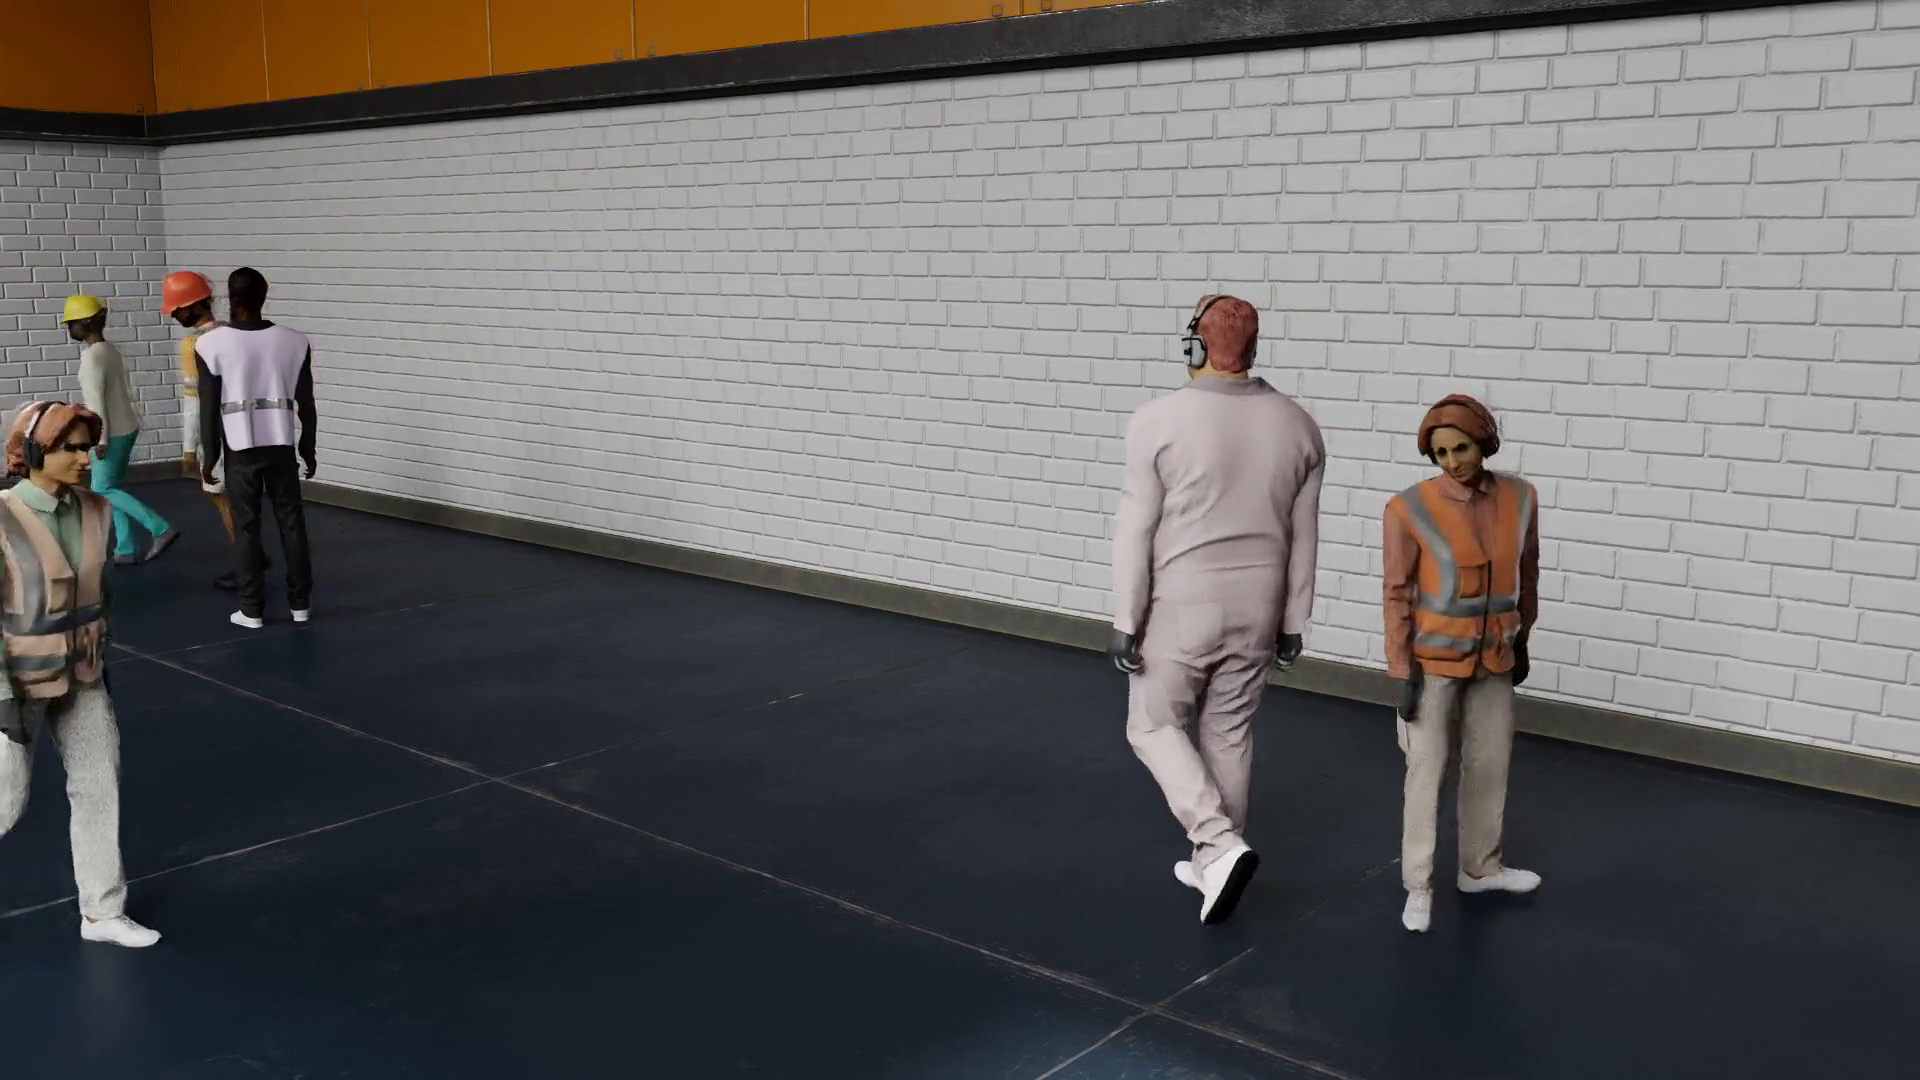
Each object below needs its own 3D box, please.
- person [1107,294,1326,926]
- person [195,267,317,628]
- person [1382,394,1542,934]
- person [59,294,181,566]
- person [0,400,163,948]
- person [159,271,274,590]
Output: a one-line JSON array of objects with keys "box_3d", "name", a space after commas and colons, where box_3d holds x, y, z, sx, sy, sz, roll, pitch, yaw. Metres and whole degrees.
[{"box_3d": [0.769, 0.221, 4.955, 0.661, 1.889, 0.570, -4, 11, -20], "name": "person"}, {"box_3d": [-3.747, -0.484, 8.914, 0.603, 1.913, 0.404, -7, 12, -37], "name": "person"}, {"box_3d": [1.512, 0.364, 4.933, 0.655, 1.610, 0.385, -4, 11, -20], "name": "person"}, {"box_3d": [-5.290, -0.671, 10.440, 0.531, 1.743, 0.545, -3, 10, -15], "name": "person"}, {"box_3d": [-2.692, 0.397, 4.744, 0.661, 1.608, 0.537, 3, 10, 17], "name": "person"}, {"box_3d": [-4.333, -0.616, 9.708, 0.421, 1.888, 0.625, 1, 10, 6], "name": "person"}]
